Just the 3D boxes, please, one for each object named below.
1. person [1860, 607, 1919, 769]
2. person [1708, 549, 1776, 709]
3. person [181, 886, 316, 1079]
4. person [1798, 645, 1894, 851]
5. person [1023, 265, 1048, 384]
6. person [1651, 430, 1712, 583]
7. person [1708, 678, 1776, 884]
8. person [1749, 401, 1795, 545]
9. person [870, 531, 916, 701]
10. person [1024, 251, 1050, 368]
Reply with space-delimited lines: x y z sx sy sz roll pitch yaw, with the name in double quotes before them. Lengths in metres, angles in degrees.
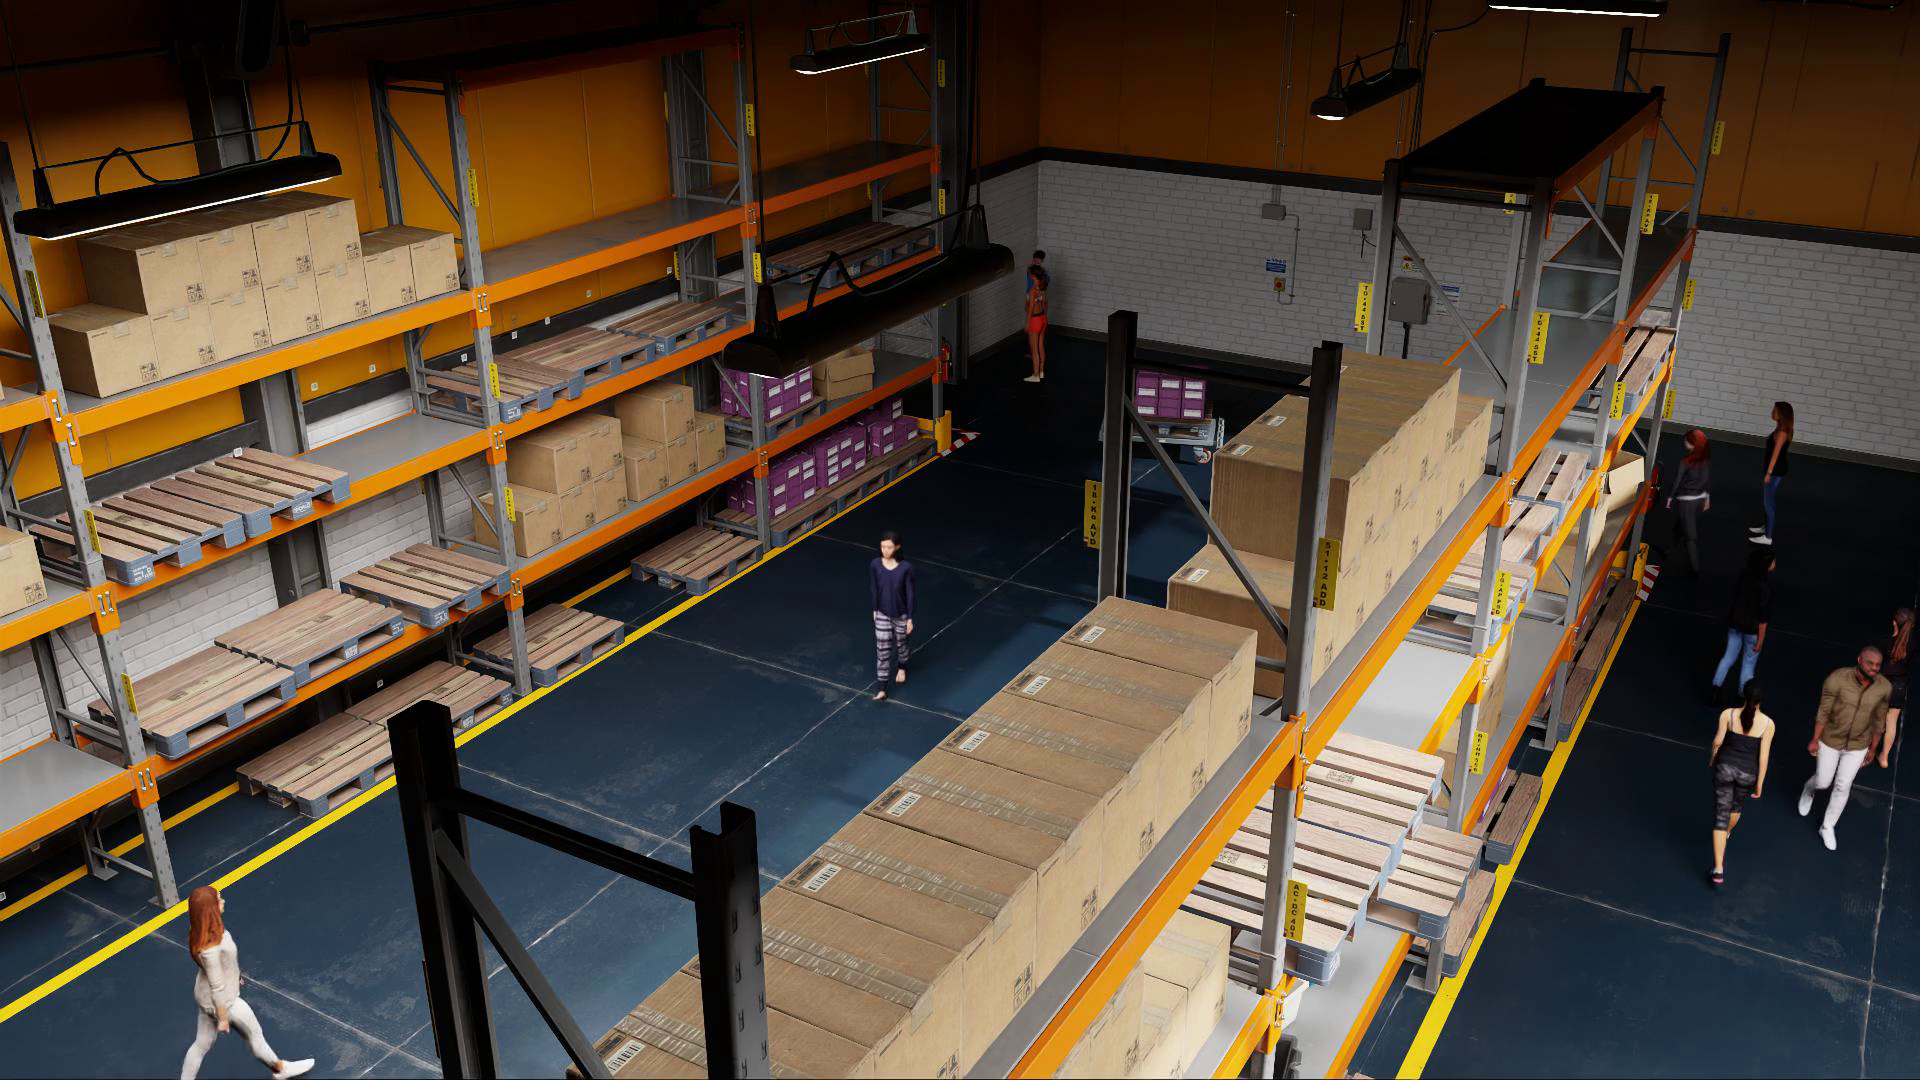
"person" 8.347 1.318 14.940 0.579 1.556 0.611 6 24 12
"person" 7.451 0.858 15.798 0.794 1.712 0.730 -10 26 -22
"person" -4.934 3.032 10.869 1.205 1.676 0.874 -18 29 -35
"person" 7.329 1.649 13.862 0.859 1.812 0.937 5 24 11
"person" 1.172 -3.296 25.207 0.649 1.788 0.476 18 29 35
"person" 8.188 -0.347 18.528 1.071 1.733 1.058 -8 25 -18
"person" 6.202 1.951 13.343 0.681 1.676 1.173 9 25 20
"person" 9.604 -0.806 19.598 0.636 1.718 0.466 11 26 24
"person" -0.616 0.684 16.223 0.833 1.690 1.130 5 24 11
"person" 1.197 -3.632 25.923 0.844 1.830 0.888 -7 25 -16
